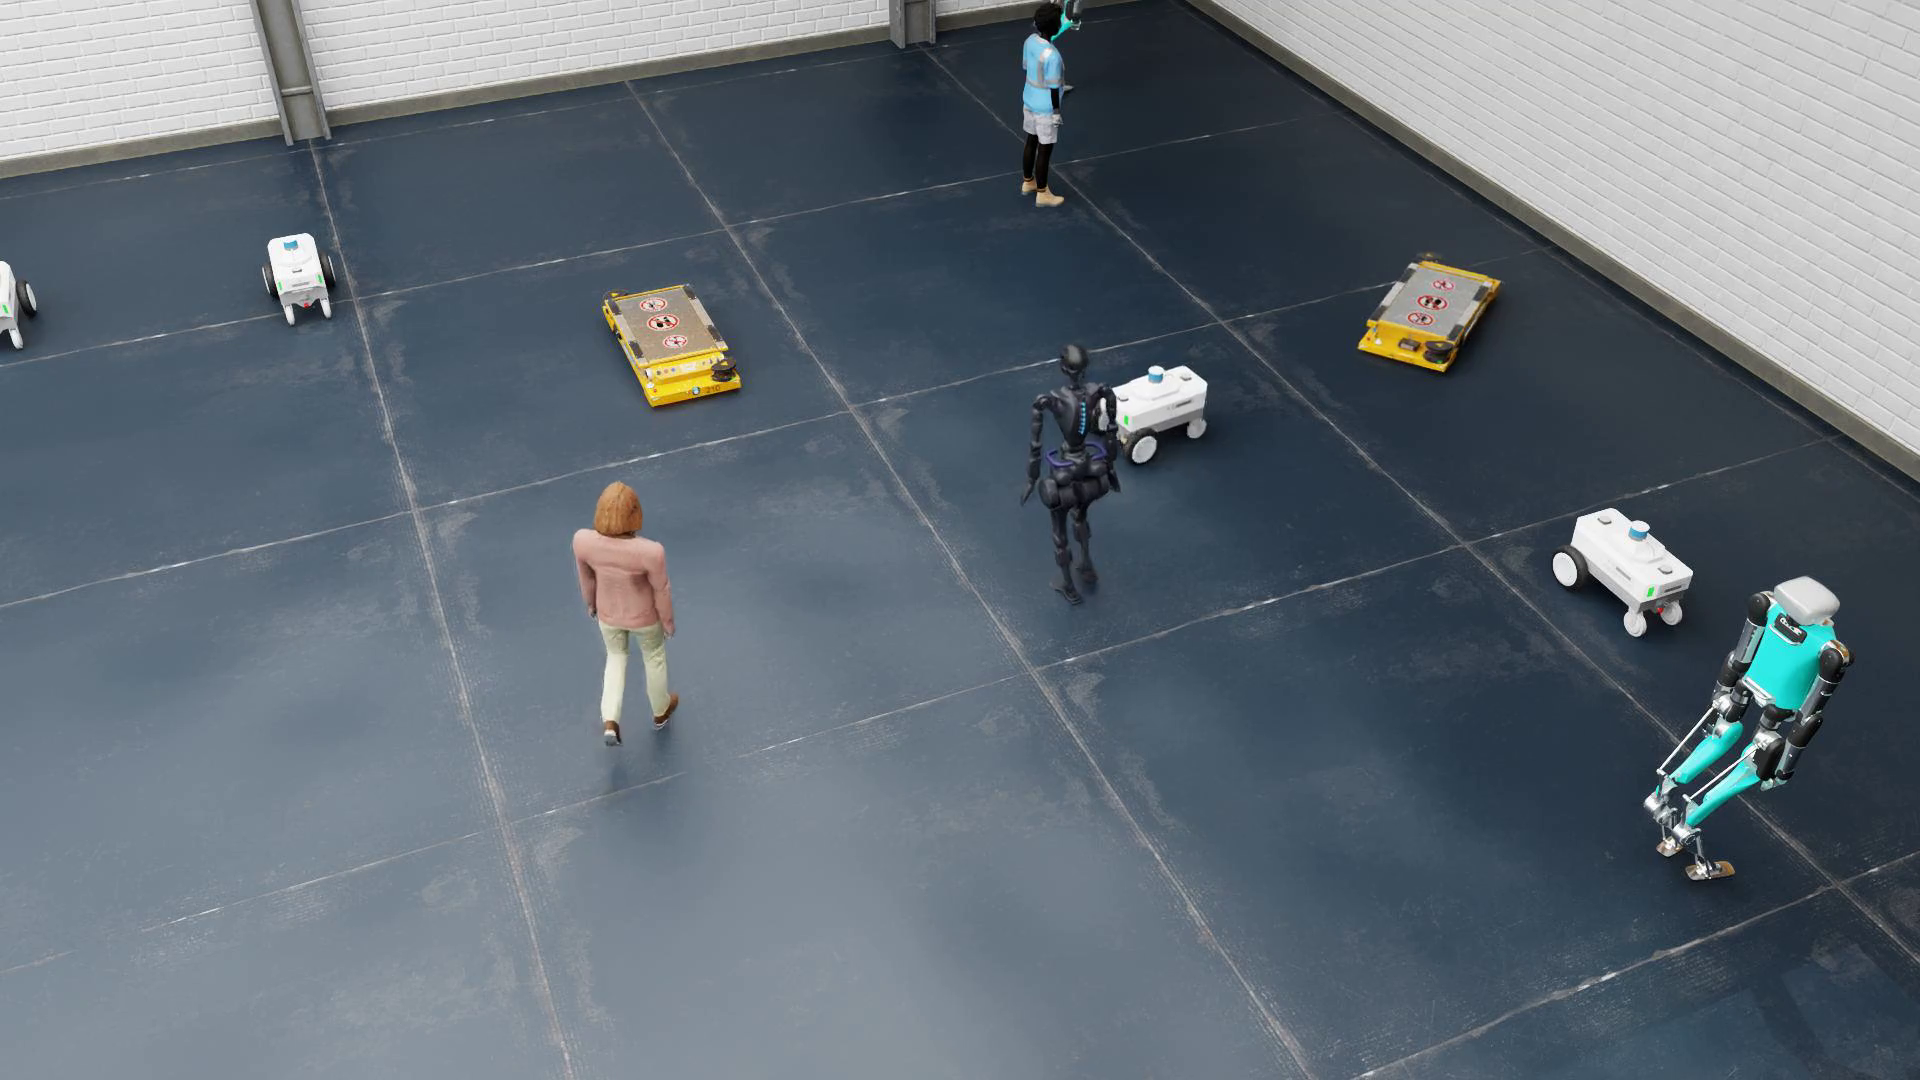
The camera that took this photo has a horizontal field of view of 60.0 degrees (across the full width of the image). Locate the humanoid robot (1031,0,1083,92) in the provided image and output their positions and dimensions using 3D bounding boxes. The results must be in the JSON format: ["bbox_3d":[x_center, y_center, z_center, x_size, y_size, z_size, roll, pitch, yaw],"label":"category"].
[{"bbox_3d":[0.886,-4.987,15.559,0.868,1.769,0.596,1,38,1],"label":"humanoid robot"}]

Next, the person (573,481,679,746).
[{"bbox_3d":[-1.727,0.419,8.620,0.507,1.620,0.537,6,38,8],"label":"person"}]

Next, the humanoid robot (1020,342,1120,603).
[{"bbox_3d":[0.650,-0.375,9.613,0.612,1.645,0.364,-14,40,-17],"label":"humanoid robot"}]

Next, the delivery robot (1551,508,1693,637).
[{"bbox_3d":[3.950,0.142,9.831,0.499,0.566,0.739,-15,40,-18],"label":"delivery robot"}]

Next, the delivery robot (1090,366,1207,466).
[{"bbox_3d":[1.287,-0.883,11.193,0.803,0.601,0.499,-20,42,-24],"label":"delivery robot"}]

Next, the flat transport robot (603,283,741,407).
[{"bbox_3d":[-2.132,-1.463,12.179,0.659,0.231,1.431,-15,40,-18],"label":"flat transport robot"}]

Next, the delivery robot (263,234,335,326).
[{"bbox_3d":[-5.043,-2.040,12.671,0.499,0.566,0.739,-15,40,-18],"label":"delivery robot"}]

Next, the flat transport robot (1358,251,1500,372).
[{"bbox_3d":[3.556,-1.732,12.528,0.659,0.231,1.431,19,42,23],"label":"flat transport robot"}]

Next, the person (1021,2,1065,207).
[{"bbox_3d":[0.699,-3.613,13.801,0.316,1.696,0.540,-15,40,-18],"label":"person"}]

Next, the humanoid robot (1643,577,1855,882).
[{"bbox_3d":[3.545,0.940,7.739,0.735,1.673,0.533,-15,40,-18],"label":"humanoid robot"}]

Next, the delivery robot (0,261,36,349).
[{"bbox_3d":[-7.190,-1.765,12.312,0.499,0.566,0.739,-15,40,-18],"label":"delivery robot"}]
